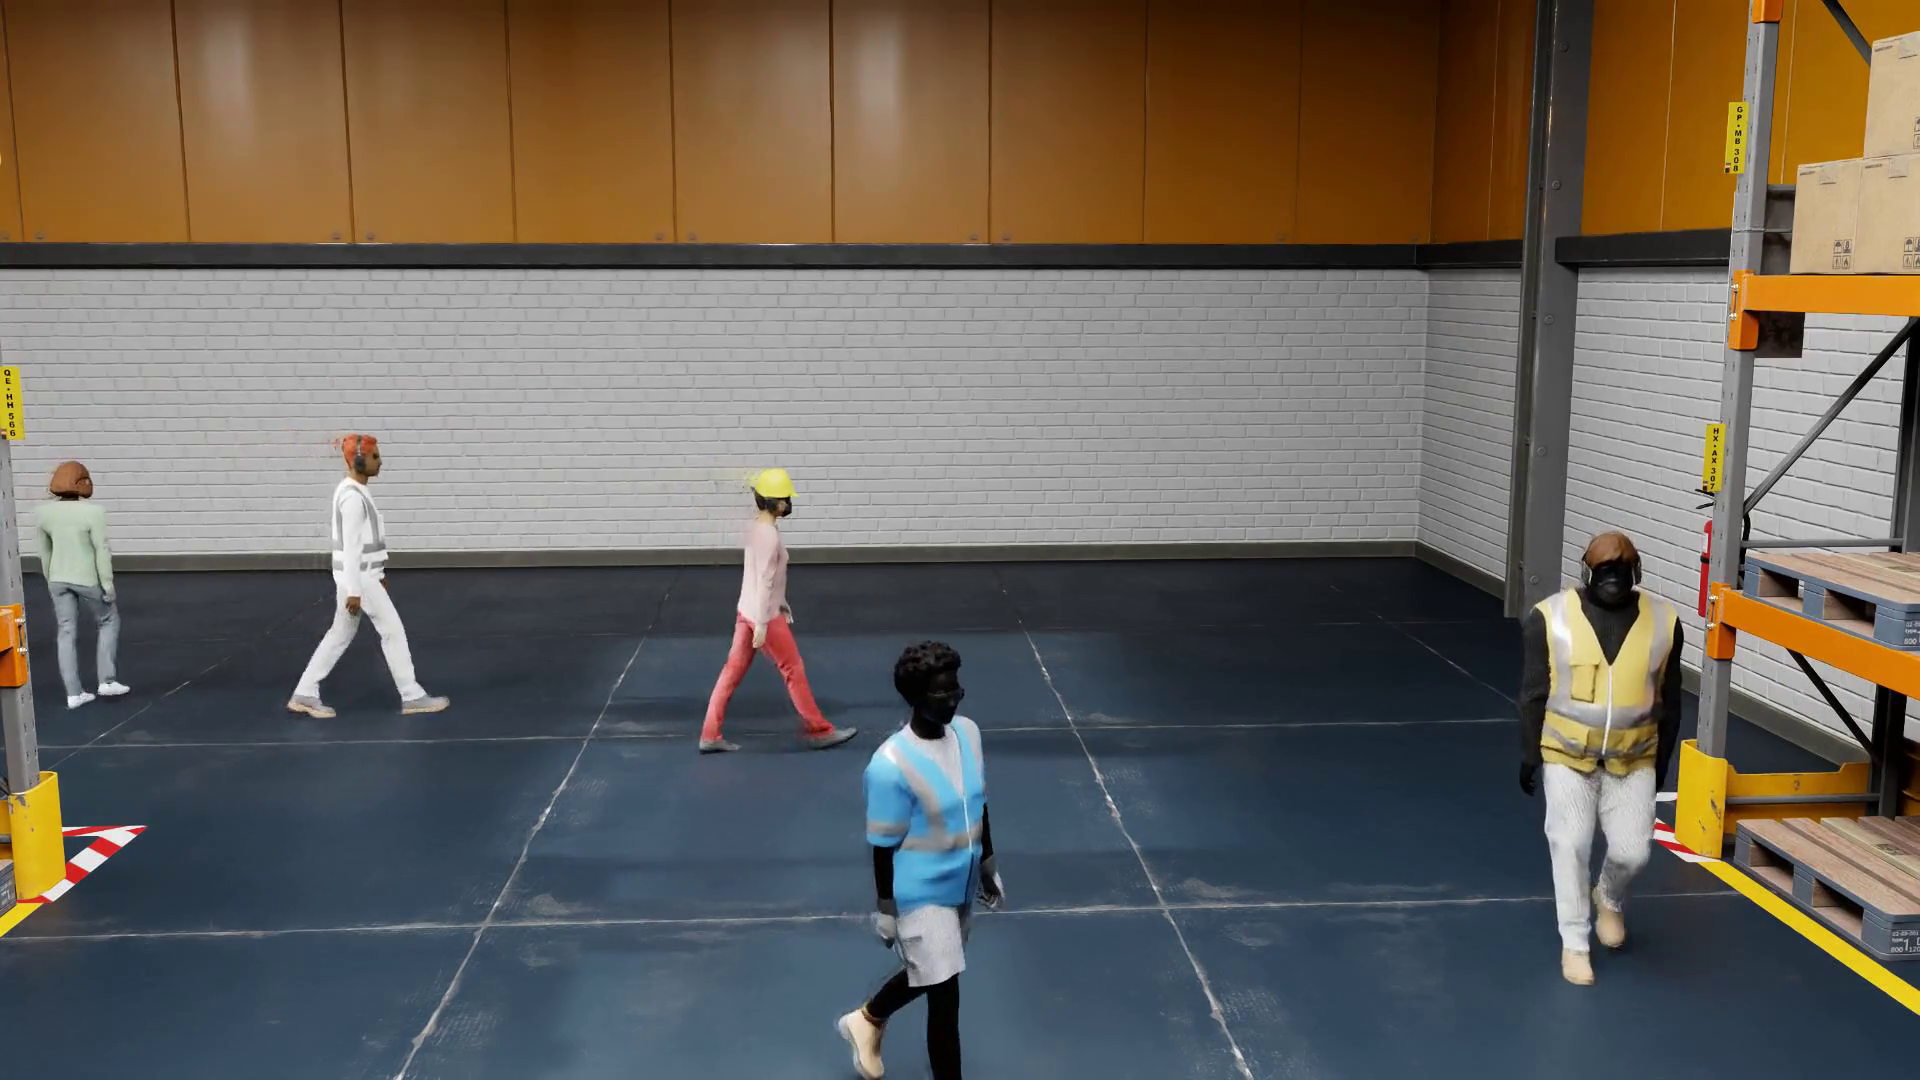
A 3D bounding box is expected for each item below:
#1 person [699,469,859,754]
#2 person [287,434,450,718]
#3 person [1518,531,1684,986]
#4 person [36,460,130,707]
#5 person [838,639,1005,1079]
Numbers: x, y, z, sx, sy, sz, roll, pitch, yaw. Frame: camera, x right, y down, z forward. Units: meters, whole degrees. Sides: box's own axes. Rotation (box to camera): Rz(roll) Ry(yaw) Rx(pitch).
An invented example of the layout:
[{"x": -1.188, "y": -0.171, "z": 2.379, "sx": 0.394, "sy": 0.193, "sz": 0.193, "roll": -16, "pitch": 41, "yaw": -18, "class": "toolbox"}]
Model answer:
[{"x": -1.122, "y": 0.429, "z": 9.825, "sx": 0.955, "sy": 1.709, "sz": 0.528, "roll": -3, "pitch": 10, "yaw": -21, "class": "person"}, {"x": -3.858, "y": 0.235, "z": 10.623, "sx": 0.975, "sy": 1.841, "sz": 0.592, "roll": -4, "pitch": 10, "yaw": -22, "class": "person"}, {"x": 2.564, "y": 0.864, "z": 6.708, "sx": 0.629, "sy": 1.828, "sz": 0.477, "roll": 2, "pitch": 9, "yaw": 13, "class": "person"}, {"x": -5.797, "y": 0.274, "z": 11.032, "sx": 0.523, "sy": 1.613, "sz": 0.556, "roll": 1, "pitch": 9, "yaw": 5, "class": "person"}, {"x": -0.142, "y": 1.131, "z": 5.493, "sx": 0.761, "sy": 1.673, "sz": 0.531, "roll": 6, "pitch": 11, "yaw": 33, "class": "person"}]
